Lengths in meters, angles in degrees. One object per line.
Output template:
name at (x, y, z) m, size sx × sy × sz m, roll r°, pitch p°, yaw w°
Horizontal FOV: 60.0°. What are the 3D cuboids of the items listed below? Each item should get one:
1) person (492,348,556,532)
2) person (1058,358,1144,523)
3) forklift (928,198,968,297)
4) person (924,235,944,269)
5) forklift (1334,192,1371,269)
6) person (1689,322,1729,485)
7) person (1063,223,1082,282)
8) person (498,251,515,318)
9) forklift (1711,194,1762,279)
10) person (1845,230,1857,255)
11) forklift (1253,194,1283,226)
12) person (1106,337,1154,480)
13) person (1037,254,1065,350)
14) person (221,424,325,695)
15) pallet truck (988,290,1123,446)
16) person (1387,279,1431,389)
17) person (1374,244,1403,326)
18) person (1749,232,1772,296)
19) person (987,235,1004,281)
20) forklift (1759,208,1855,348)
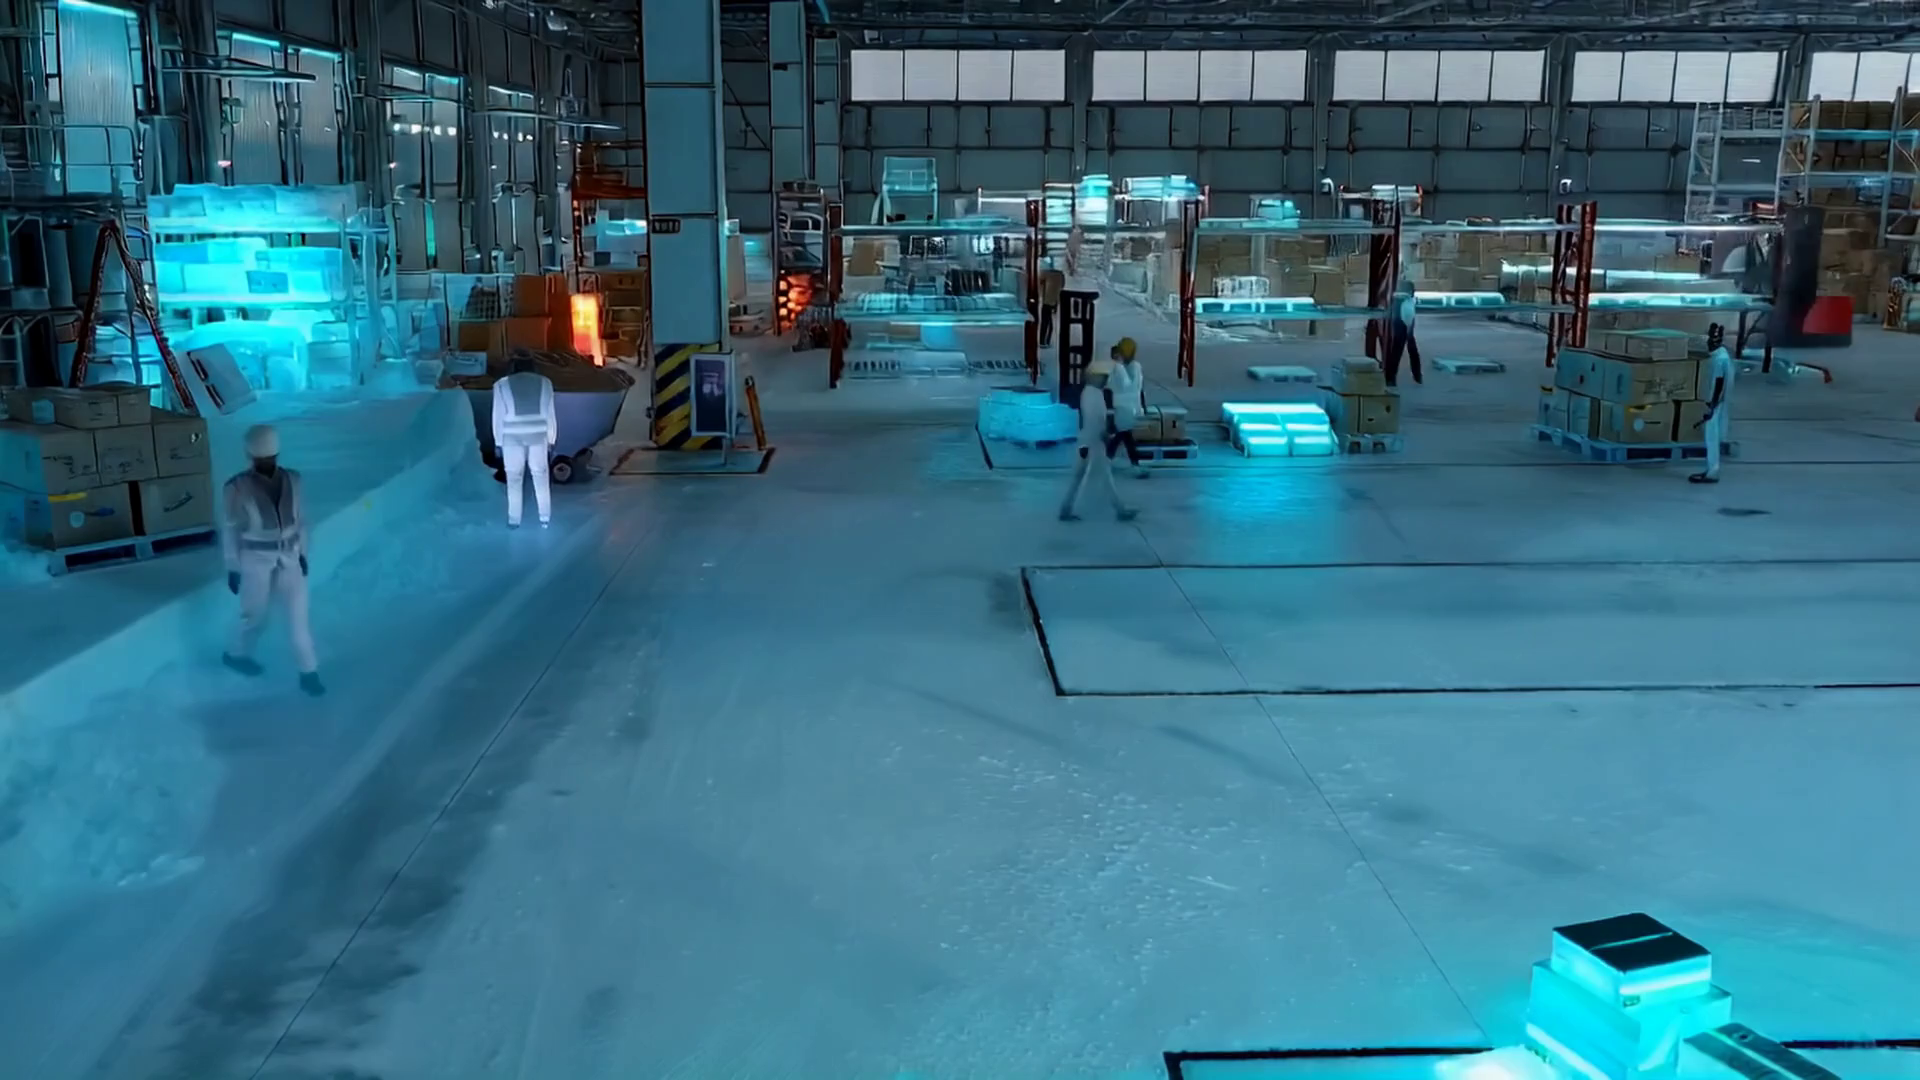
person at (-4.355, -0.998, 16.628) m, size 0.630 × 1.835 × 0.430 m, roll -7°, pitch 14°, yaw -29°
person at (1.423, -1.001, 16.912) m, size 0.899 × 1.695 × 0.503 m, roll 2°, pitch 13°, yaw 8°
forklift at (0.033, -8.182, 46.662) m, size 1.873 × 2.768 × 1.129 m, roll 0°, pitch 12°, yaw -2°
person at (-0.704, -8.069, 48.503) m, size 0.603 × 1.840 × 0.896 m, roll -9°, pitch 15°, yaw -34°
forklift at (14.452, -11.306, 60.769) m, size 1.129 × 2.768 × 1.873 m, roll 5°, pitch 14°, yaw 22°
person at (8.618, -1.564, 19.079) m, size 0.330 × 1.874 × 0.518 m, roll 6°, pitch 14°, yaw 25°
person at (3.735, -9.461, 54.636) m, size 0.734 × 1.917 × 0.640 m, roll -10°, pitch 16°, yaw -37°
person at (-11.161, -6.260, 40.835) m, size 0.313 × 1.634 × 0.515 m, roll -10°, pitch 16°, yaw -38°
forklift at (25.681, -10.069, 55.183) m, size 1.873 × 2.768 × 1.129 m, roll 11°, pitch 17°, yaw 42°
person at (29.661, -9.453, 55.227) m, size 0.305 × 1.640 × 0.522 m, roll -10°, pitch 16°, yaw -38°
forklift at (10.063, -9.939, 54.595) m, size 1.129 × 2.768 × 1.873 m, roll 3°, pitch 13°, yaw 13°
person at (1.977, -1.557, 19.551) m, size 0.544 × 1.647 × 0.861 m, roll -12°, pitch 17°, yaw -42°
person at (1.818, -4.807, 33.614) m, size 0.584 × 1.918 × 0.376 m, roll -3°, pitch 13°, yaw -14°
person at (-4.826, 0.108, 11.508) m, size 0.948 × 1.896 × 0.668 m, roll 9°, pitch 15°, yaw 35°
pallet truck at (1.257, -2.299, 22.111) m, size 1.885 × 1.965 × 0.823 m, roll -9°, pitch 15°, yaw -35°
person at (7.467, -3.390, 27.494) m, size 0.851 × 1.798 × 0.558 m, roll -3°, pitch 13°, yaw -15°
person at (9.921, -5.906, 38.569) m, size 0.653 × 1.920 × 0.507 m, roll 2°, pitch 13°, yaw 9°
person at (23.131, -7.984, 48.002) m, size 0.606 × 1.906 × 0.424 m, roll 6°, pitch 14°, yaw 27°
person at (1.088, -8.767, 51.449) m, size 0.547 × 1.938 × 0.359 m, roll -2°, pitch 13°, yaw -8°
forklift at (17.129, -5.352, 33.887) m, size 1.873 × 2.768 × 1.129 m, roll 0°, pitch 12°, yaw -2°
